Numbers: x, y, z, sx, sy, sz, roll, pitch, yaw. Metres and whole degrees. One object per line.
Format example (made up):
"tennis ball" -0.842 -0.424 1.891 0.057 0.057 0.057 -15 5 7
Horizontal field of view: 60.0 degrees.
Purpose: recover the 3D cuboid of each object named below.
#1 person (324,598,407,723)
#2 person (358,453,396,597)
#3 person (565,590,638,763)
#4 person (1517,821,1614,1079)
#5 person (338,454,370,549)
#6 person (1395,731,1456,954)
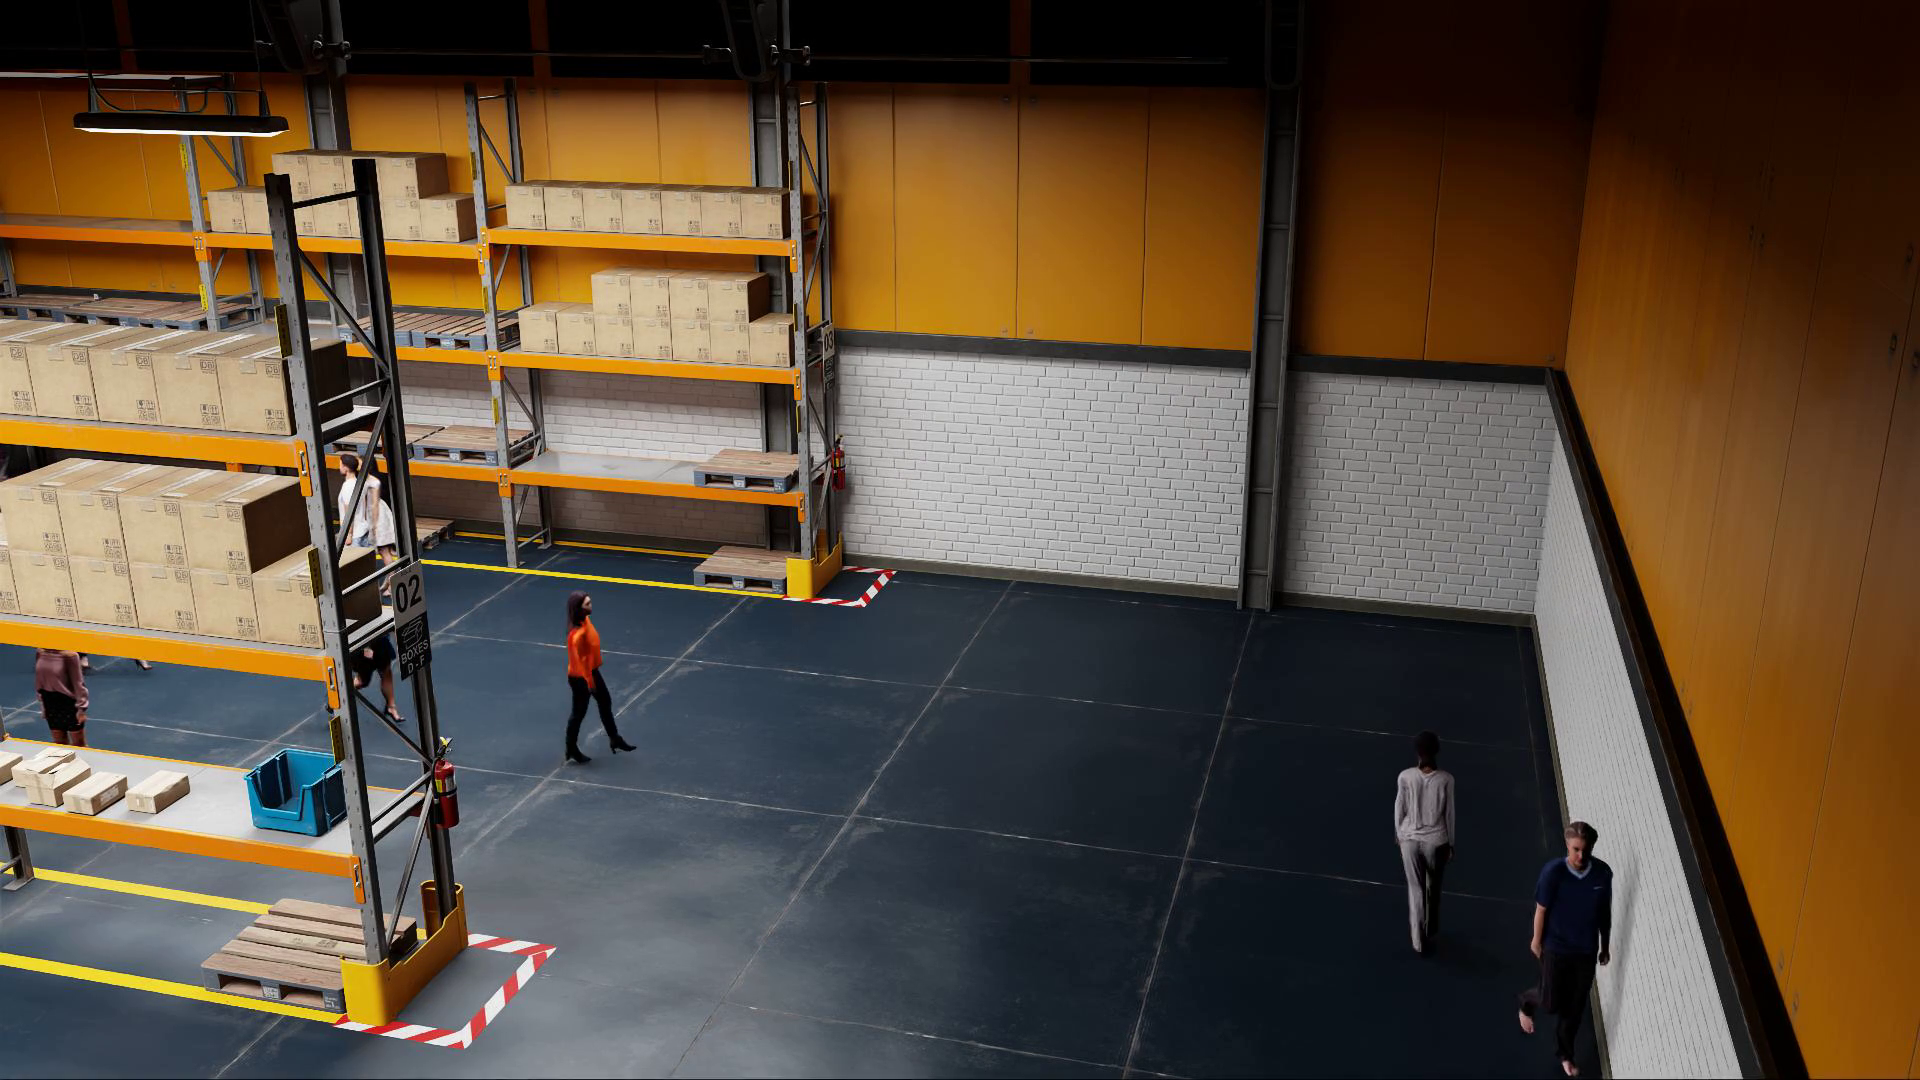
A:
"person" -5.932 1.068 16.472 1.062 1.692 0.784 1 19 2
"person" -7.043 -0.198 20.112 0.839 1.769 0.786 -10 21 -27
"person" -3.638 1.306 15.717 0.982 1.724 0.791 -1 19 -2
"person" 4.104 2.715 11.331 0.864 1.853 0.886 -1 19 -4
"person" -7.166 -0.120 19.729 0.626 1.866 0.715 1 19 4
"person" 3.509 2.335 12.611 0.586 1.755 0.672 6 20 18
